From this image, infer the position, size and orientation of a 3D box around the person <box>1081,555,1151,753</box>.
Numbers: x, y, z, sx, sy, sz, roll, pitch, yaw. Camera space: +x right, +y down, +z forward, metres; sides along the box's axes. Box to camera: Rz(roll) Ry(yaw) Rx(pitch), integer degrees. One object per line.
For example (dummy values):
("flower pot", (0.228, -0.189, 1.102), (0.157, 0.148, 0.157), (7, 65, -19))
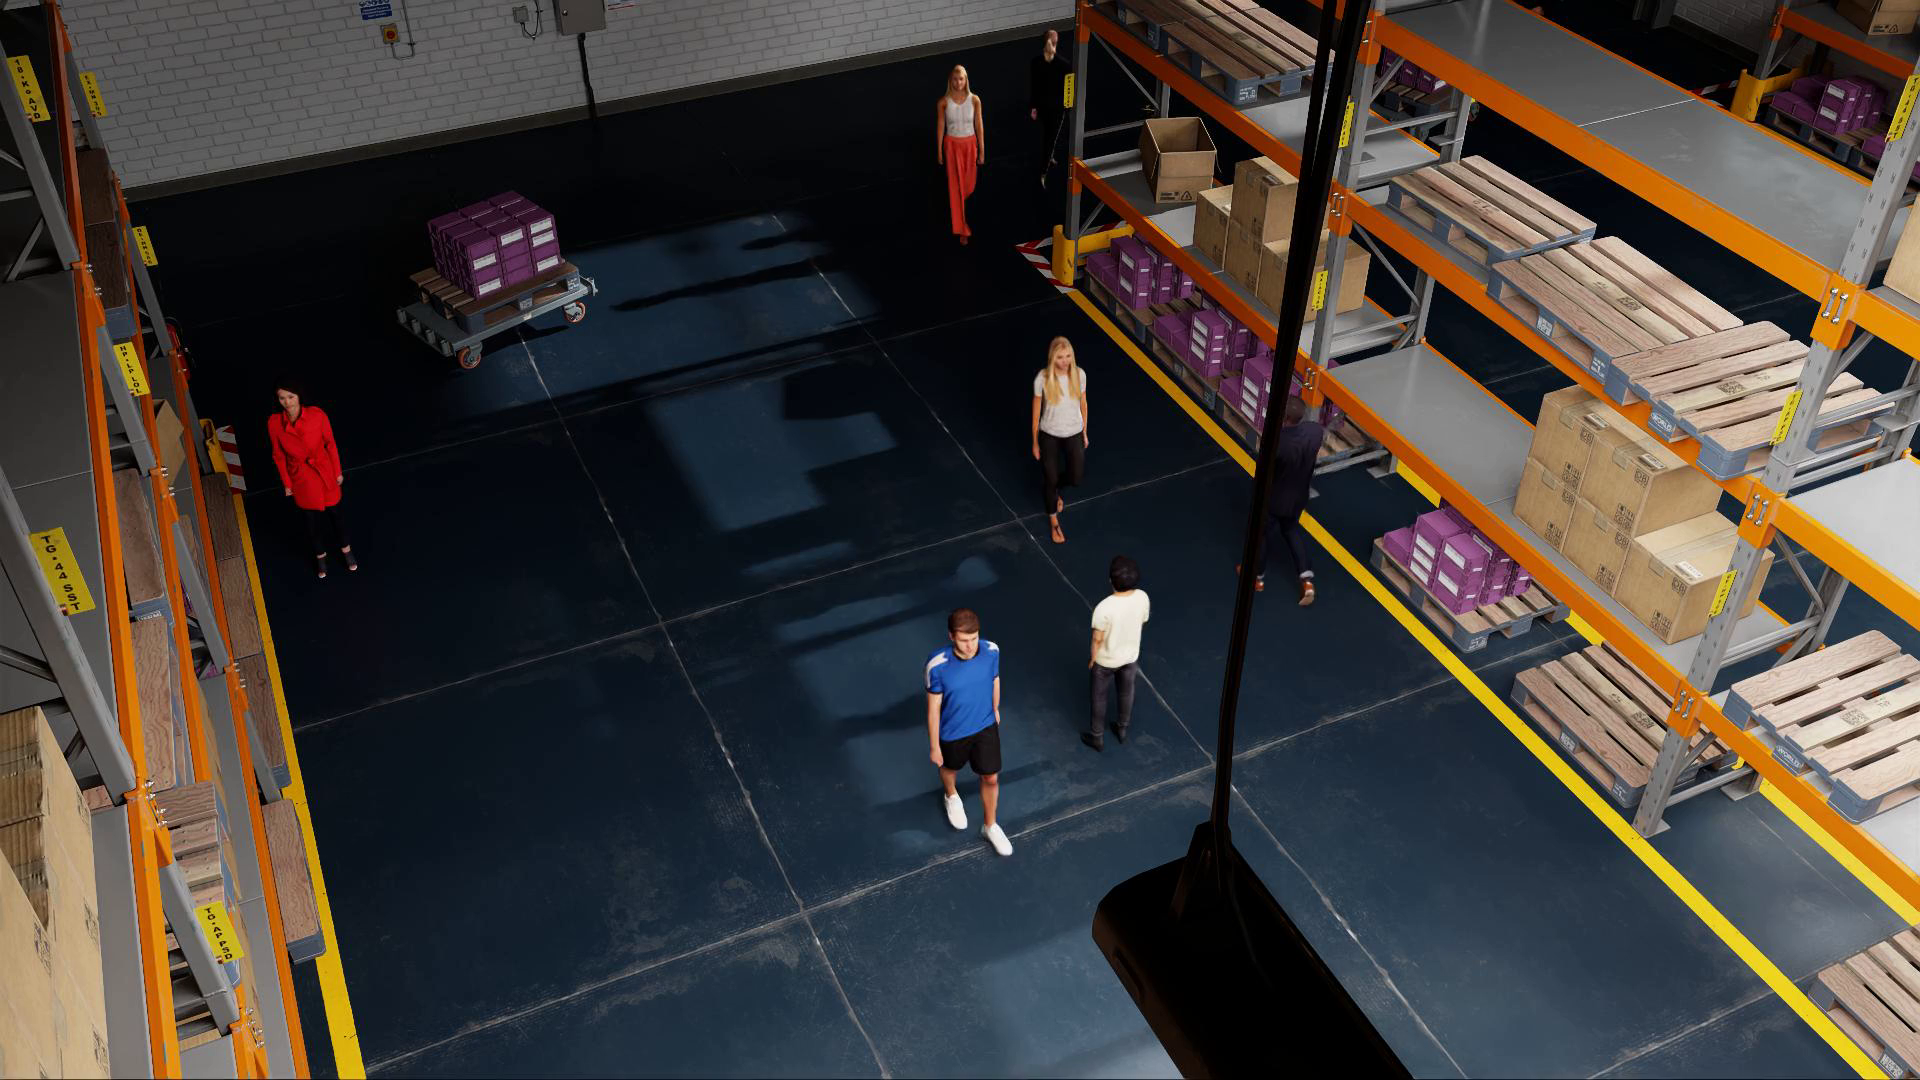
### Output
("person", (1.045, 0.764, 11.055), (0.596, 1.585, 0.485), (-19, 42, -22))

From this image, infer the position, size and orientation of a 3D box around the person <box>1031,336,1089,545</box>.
("person", (0.735, -0.838, 12.874), (0.684, 1.820, 0.774), (-11, 40, -13))

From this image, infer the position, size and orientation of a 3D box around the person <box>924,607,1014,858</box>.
("person", (-0.005, 1.086, 10.443), (0.711, 1.847, 0.928), (-15, 41, -18))

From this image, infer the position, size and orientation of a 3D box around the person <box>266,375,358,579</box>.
("person", (-4.862, -0.476, 12.478), (0.621, 1.748, 0.616), (-13, 40, -16))

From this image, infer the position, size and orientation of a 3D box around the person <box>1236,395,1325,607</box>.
("person", (2.407, -0.263, 12.168), (0.689, 1.802, 0.969), (-17, 42, -21))

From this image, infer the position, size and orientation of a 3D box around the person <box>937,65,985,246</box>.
("person", (0.001, -3.956, 16.821), (0.875, 1.766, 1.237), (-5, 39, -6))

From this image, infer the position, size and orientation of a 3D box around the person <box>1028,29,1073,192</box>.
("person", (0.940, -4.499, 17.581), (1.086, 1.666, 1.117), (15, 41, 18))
